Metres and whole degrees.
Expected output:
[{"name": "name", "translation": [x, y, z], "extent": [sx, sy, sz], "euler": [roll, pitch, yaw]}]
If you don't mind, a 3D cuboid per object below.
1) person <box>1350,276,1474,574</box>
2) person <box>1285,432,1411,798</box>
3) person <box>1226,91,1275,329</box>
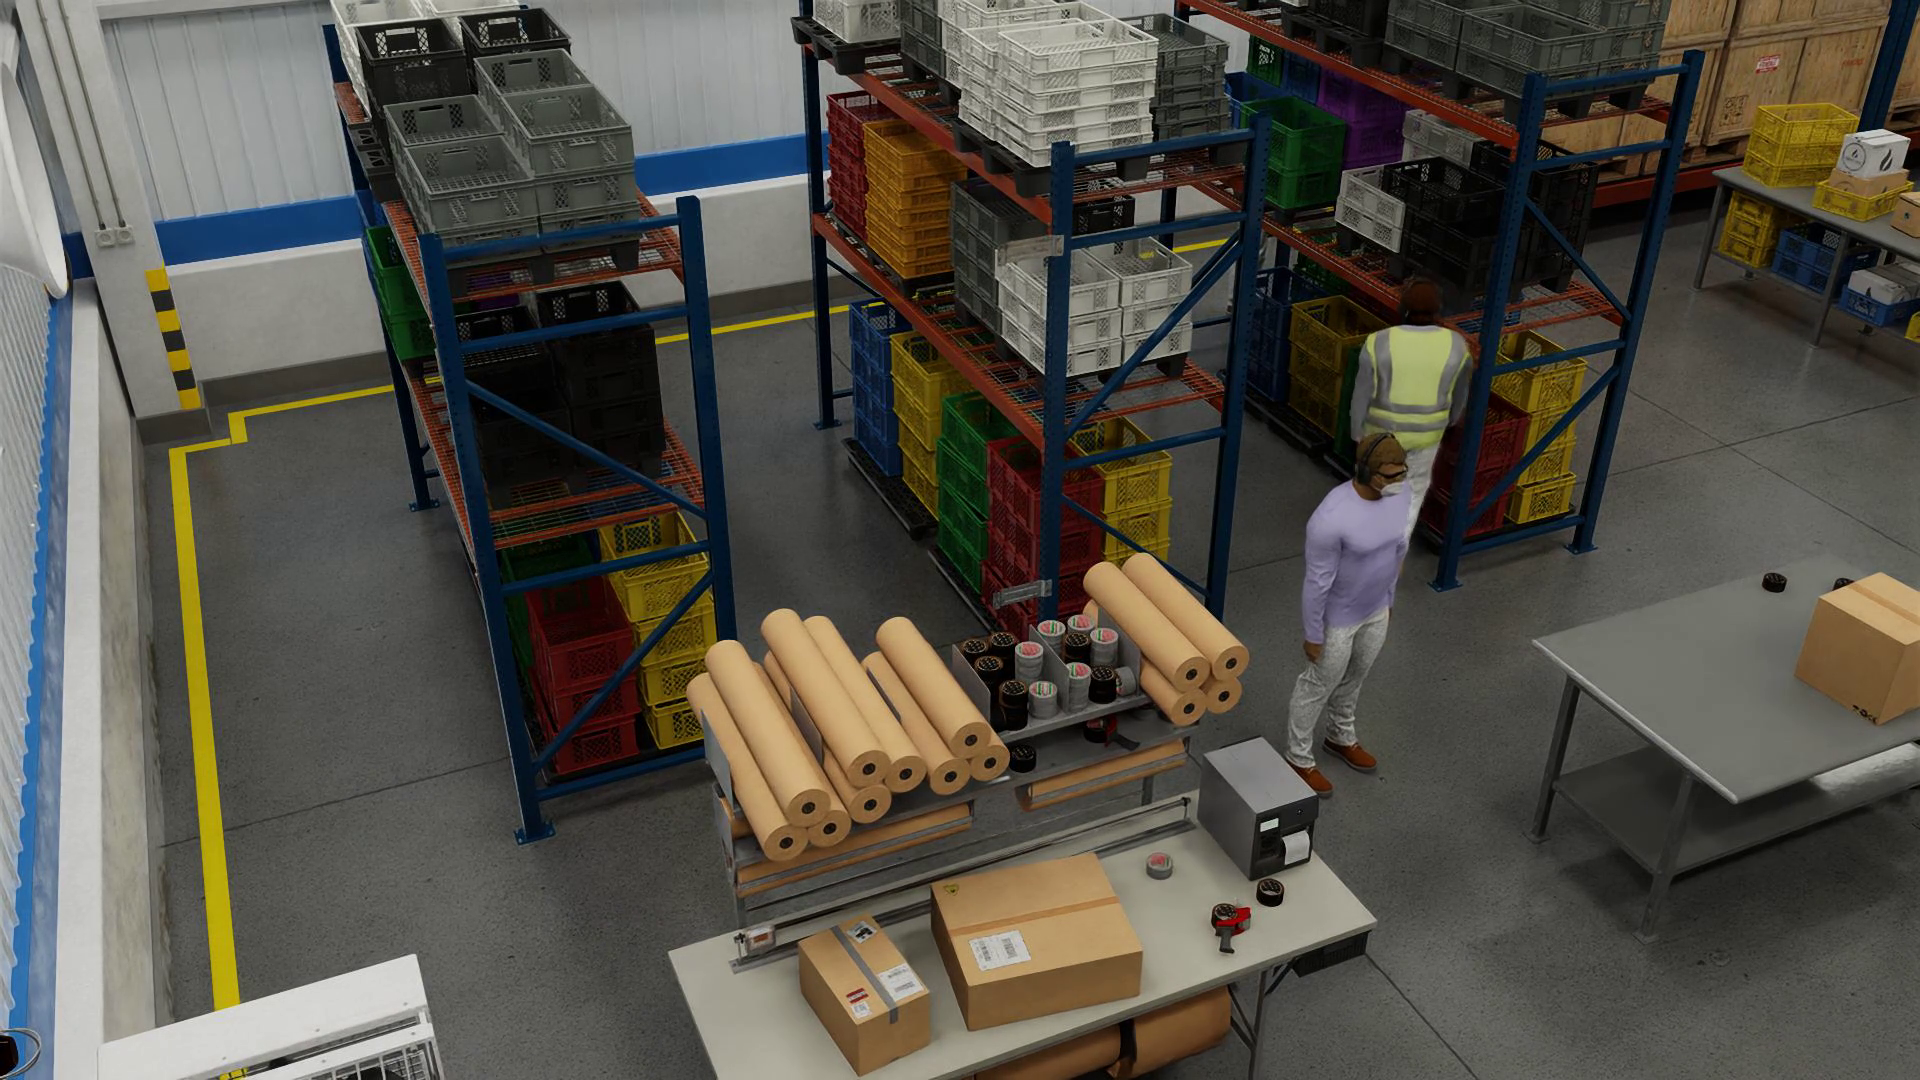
[{"name": "person", "translation": [2.534, -0.631, 9.492], "extent": [0.647, 1.834, 0.490], "euler": [4, 32, 7]}, {"name": "person", "translation": [1.830, 0.339, 7.824], "extent": [0.629, 1.931, 0.359], "euler": [-22, 38, -32]}, {"name": "person", "translation": [2.248, -2.513, 12.500], "extent": [0.356, 1.883, 0.573], "euler": [-8, 32, -12]}]
